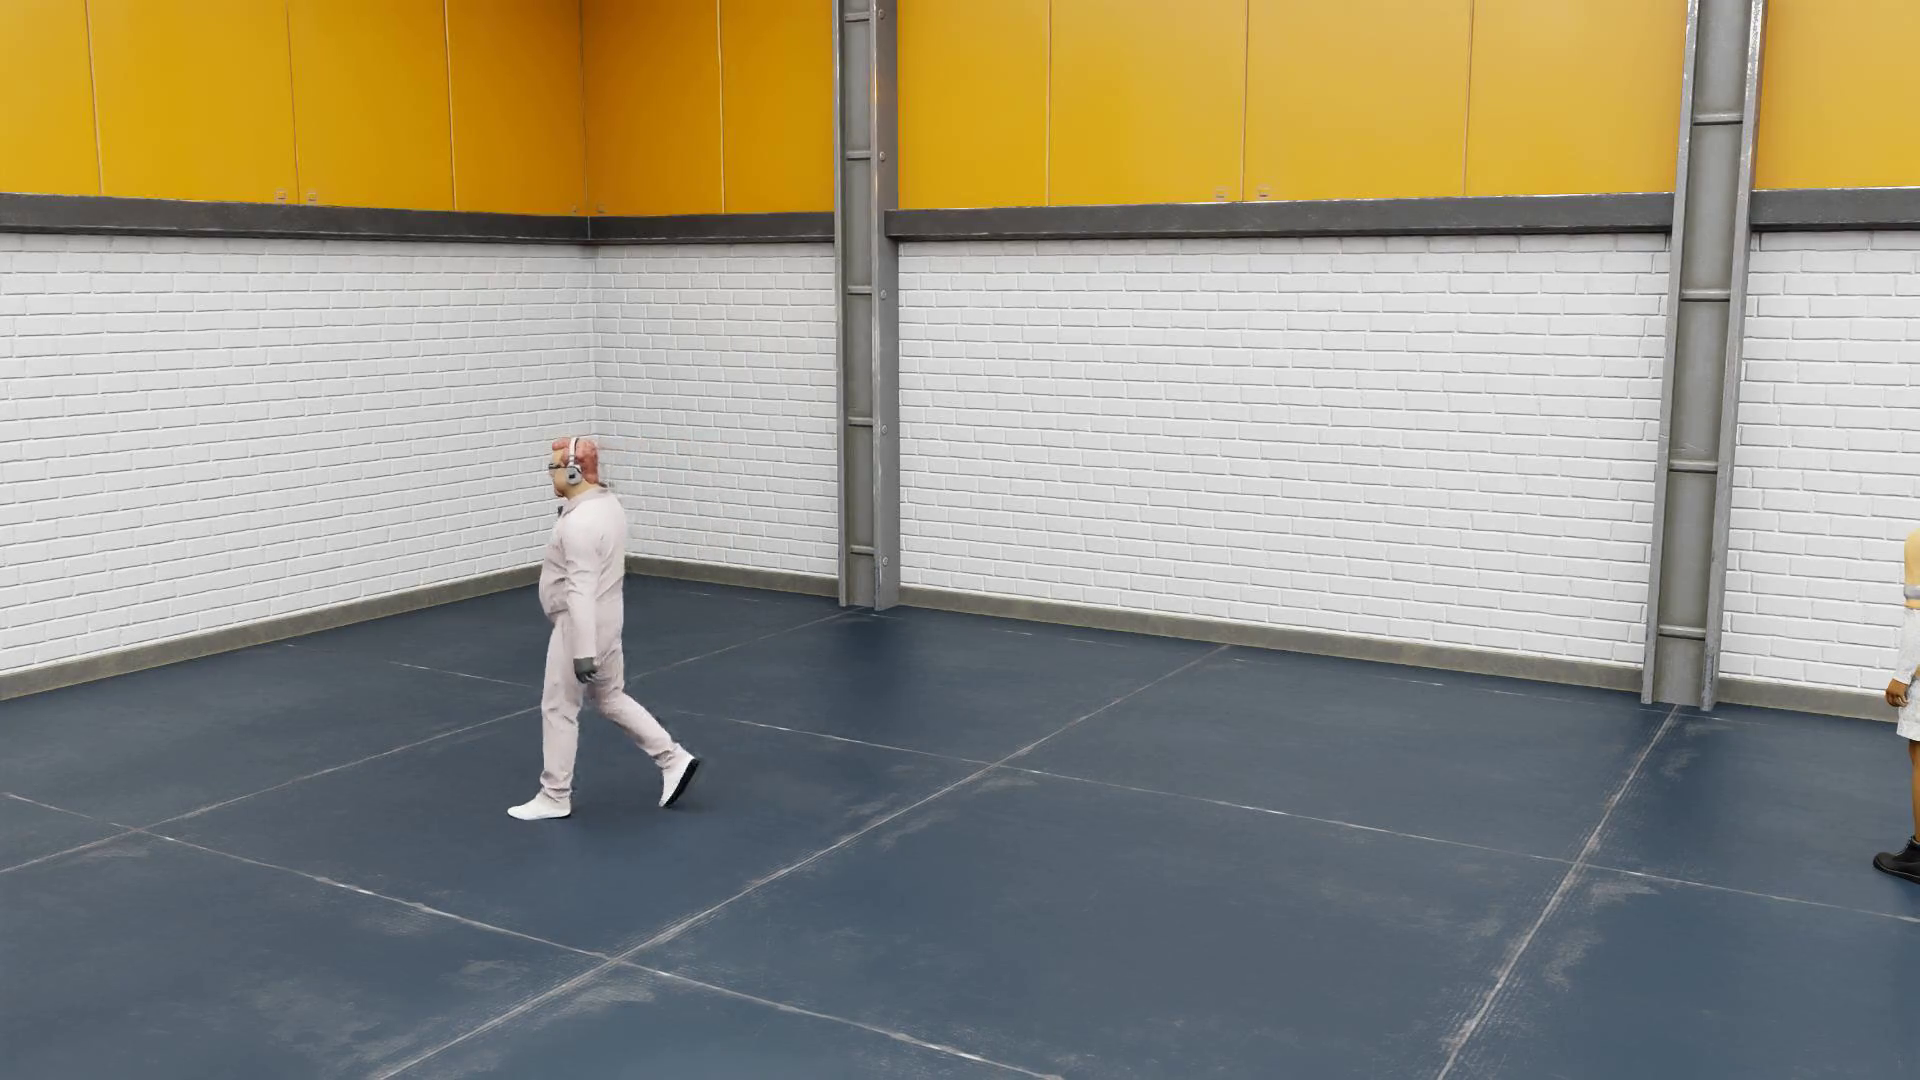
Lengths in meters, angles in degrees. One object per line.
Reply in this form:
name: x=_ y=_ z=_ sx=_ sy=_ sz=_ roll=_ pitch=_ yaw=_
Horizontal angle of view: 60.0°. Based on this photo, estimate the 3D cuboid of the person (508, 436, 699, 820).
person: x=-1.747 y=0.429 z=8.033 sx=0.854 sy=1.880 sz=0.648 roll=1 pitch=9 yaw=4

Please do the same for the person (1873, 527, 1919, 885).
person: x=4.273 y=0.531 z=7.232 sx=0.551 sy=1.934 sz=0.373 roll=-2 pitch=9 yaw=-13
